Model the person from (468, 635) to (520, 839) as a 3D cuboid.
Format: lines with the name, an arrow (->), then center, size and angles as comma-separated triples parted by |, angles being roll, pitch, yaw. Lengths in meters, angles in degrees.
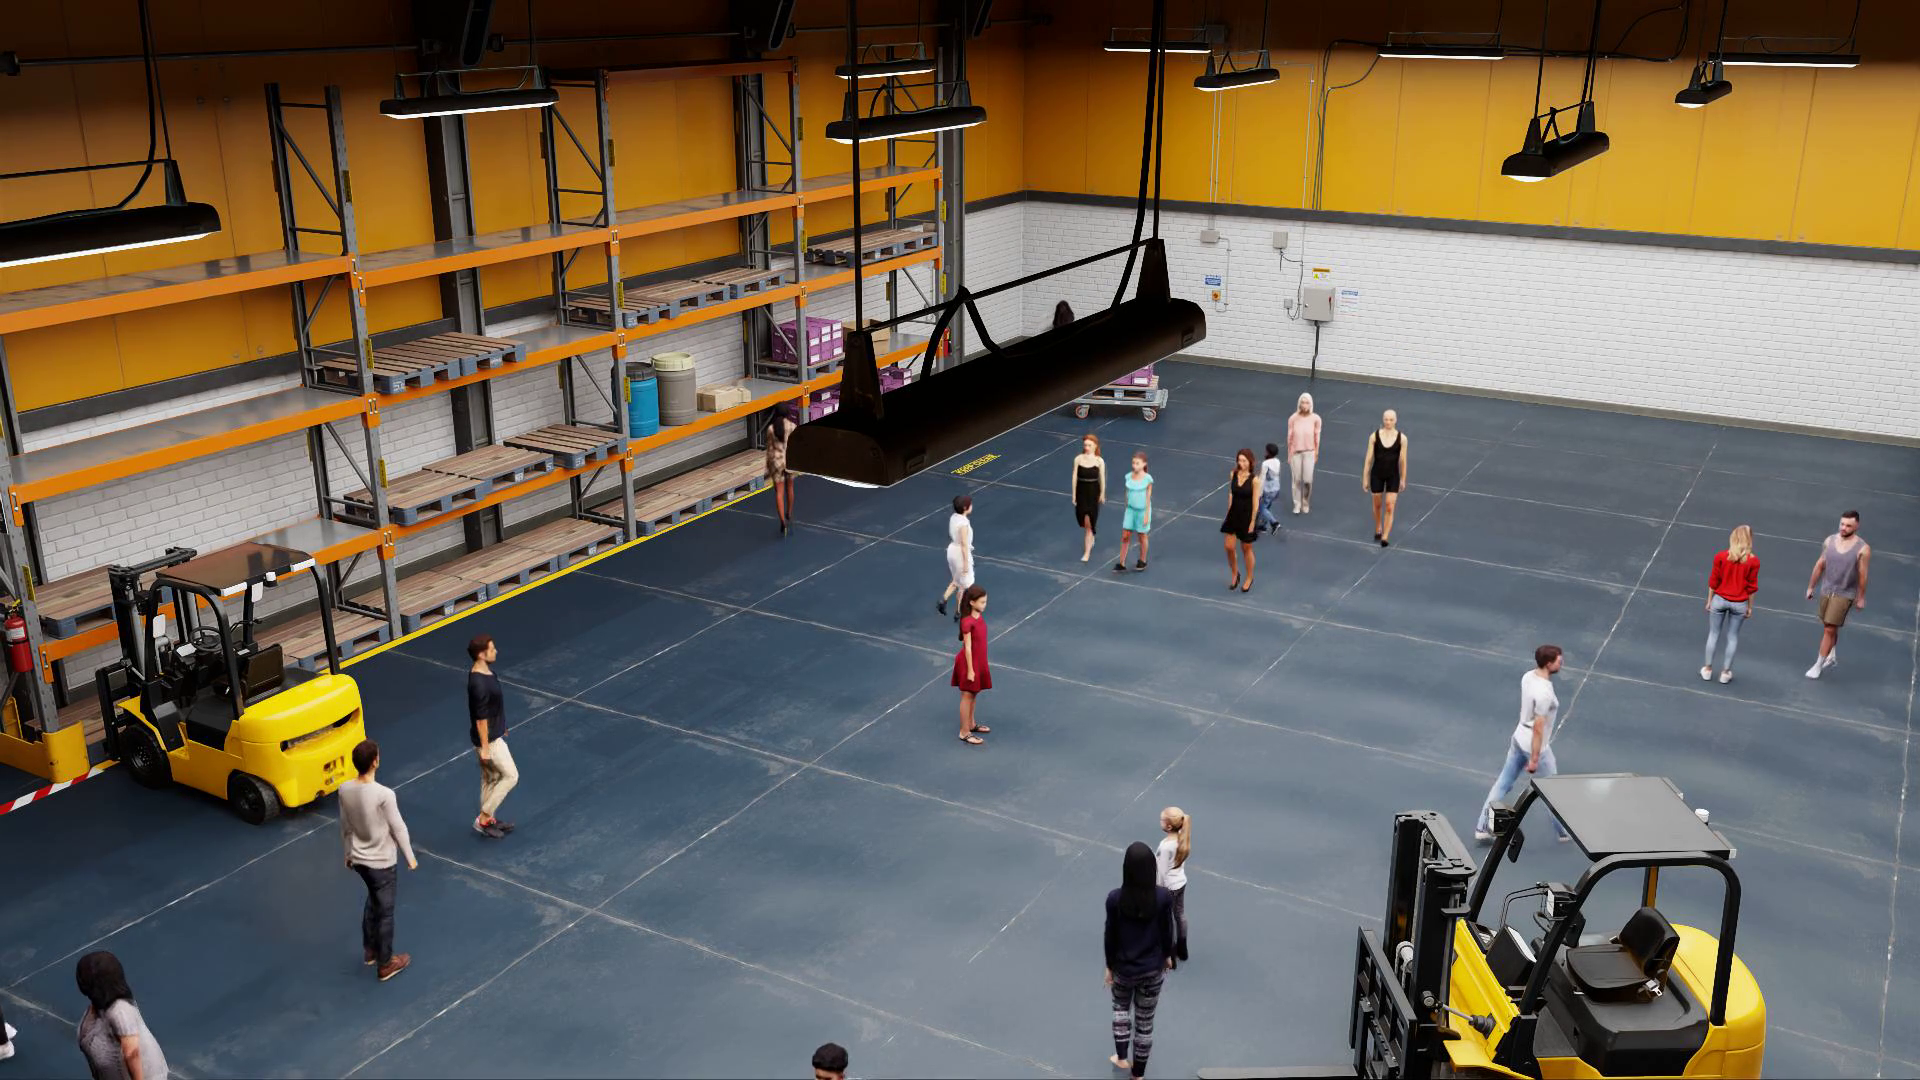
person -> -4.079, 1.685, 14.069 | 0.827, 1.843, 0.781 | -7, 20, -20

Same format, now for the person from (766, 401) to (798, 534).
person -> -2.334, -0.925, 21.950 | 0.967, 1.759, 1.068 | -3, 19, -9

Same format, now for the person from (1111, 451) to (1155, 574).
person -> 2.247, -0.355, 20.599 | 0.559, 1.540, 0.851 | 11, 22, 30

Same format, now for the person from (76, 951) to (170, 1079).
person -> -4.944, 3.170, 10.069 | 1.104, 1.580, 0.935 | -10, 21, -27

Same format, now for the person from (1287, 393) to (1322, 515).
person -> 4.702, -1.208, 22.866 | 0.676, 1.711, 0.692 | 4, 19, 13

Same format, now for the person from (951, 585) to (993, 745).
person -> 0.109, 1.172, 16.040 | 0.658, 1.557, 0.600 | 6, 19, 16

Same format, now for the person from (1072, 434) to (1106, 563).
person -> 1.648, -0.571, 21.184 | 0.685, 1.578, 1.145 | 6, 19, 17

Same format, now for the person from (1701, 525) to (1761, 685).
person -> 8.010, 0.668, 17.312 | 0.650, 1.700, 0.567 | 7, 20, 20

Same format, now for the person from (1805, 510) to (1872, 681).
person -> 9.168, 0.531, 17.272 | 1.118, 1.810, 0.926 | -12, 22, -32

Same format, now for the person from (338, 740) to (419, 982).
person -> -4.291, 2.362, 12.038 | 0.689, 1.856, 0.594 | 8, 20, 23

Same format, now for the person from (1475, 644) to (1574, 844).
person -> 4.699, 1.752, 13.942 | 1.168, 1.797, 1.232 | -1, 19, -4

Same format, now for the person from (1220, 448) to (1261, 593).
person -> 3.423, -0.231, 19.799 | 0.716, 1.816, 0.740 | 16, 24, 40

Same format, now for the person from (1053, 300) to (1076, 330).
person -> 1.814, -3.430, 29.673 | 0.746, 1.578, 1.094 | 5, 19, 15

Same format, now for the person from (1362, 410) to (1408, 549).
person -> 5.523, -0.816, 21.607 | 0.836, 1.771, 1.180 | 6, 19, 16

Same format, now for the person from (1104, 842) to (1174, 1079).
person -> 1.181, 2.819, 10.889 | 0.735, 1.723, 0.761 | 1, 19, 3

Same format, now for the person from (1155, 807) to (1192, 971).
person -> 1.580, 2.564, 12.348 | 0.579, 1.274, 0.459 | 14, 23, 36

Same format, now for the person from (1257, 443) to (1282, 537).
person -> 4.107, -0.654, 21.946 | 0.741, 1.248, 0.692 | -14, 23, -36

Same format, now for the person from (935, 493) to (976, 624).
person -> -0.073, 0.229, 18.870 | 0.843, 1.538, 0.771 | -7, 20, -21
